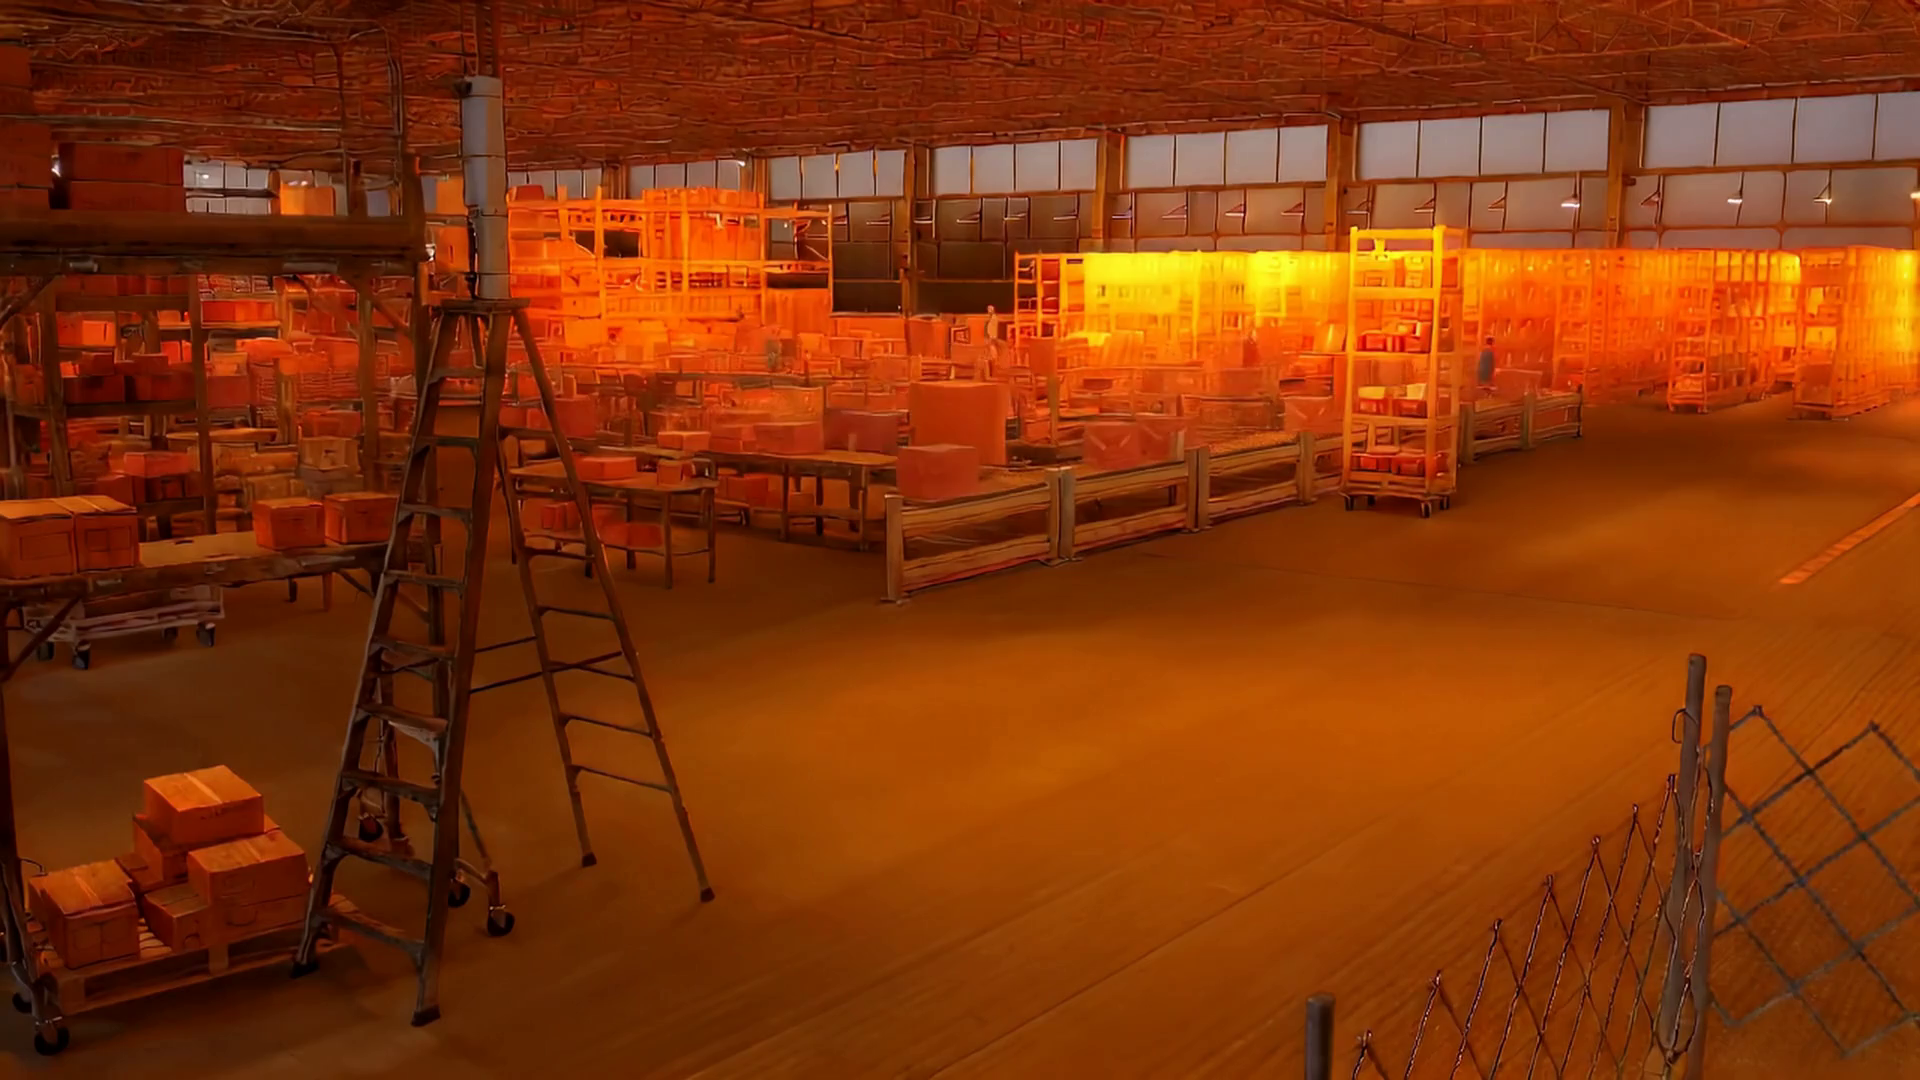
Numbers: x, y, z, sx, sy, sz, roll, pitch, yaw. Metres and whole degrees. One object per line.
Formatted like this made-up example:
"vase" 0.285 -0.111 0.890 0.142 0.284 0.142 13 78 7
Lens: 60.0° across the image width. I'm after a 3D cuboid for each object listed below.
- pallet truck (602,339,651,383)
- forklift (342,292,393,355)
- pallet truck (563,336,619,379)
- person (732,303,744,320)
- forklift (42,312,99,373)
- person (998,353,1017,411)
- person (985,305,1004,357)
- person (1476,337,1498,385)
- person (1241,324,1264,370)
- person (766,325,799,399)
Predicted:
"pallet truck" -8.991 -4.871 45.351 0.653 1.274 1.630 7 11 37
"forklift" -16.485 -5.622 45.120 1.129 2.768 1.873 7 11 37
"pallet truck" -10.690 -5.294 48.215 1.601 1.201 0.680 -5 10 -26
"person" -8.358 -7.980 62.799 0.395 1.940 0.652 7 11 37
"forklift" -23.779 -5.451 44.052 1.873 2.768 1.129 7 11 36
"person" 0.854 -2.524 29.713 0.516 1.617 0.512 4 10 26
"person" 1.124 -6.753 54.894 0.874 2.020 0.617 3 10 21
"person" 10.983 -3.379 34.748 0.538 1.718 0.917 -7 12 -39
"person" 6.716 -4.016 38.180 0.493 1.892 0.653 4 10 21
"person" -4.292 -4.230 39.795 0.907 1.791 0.623 4 10 22
